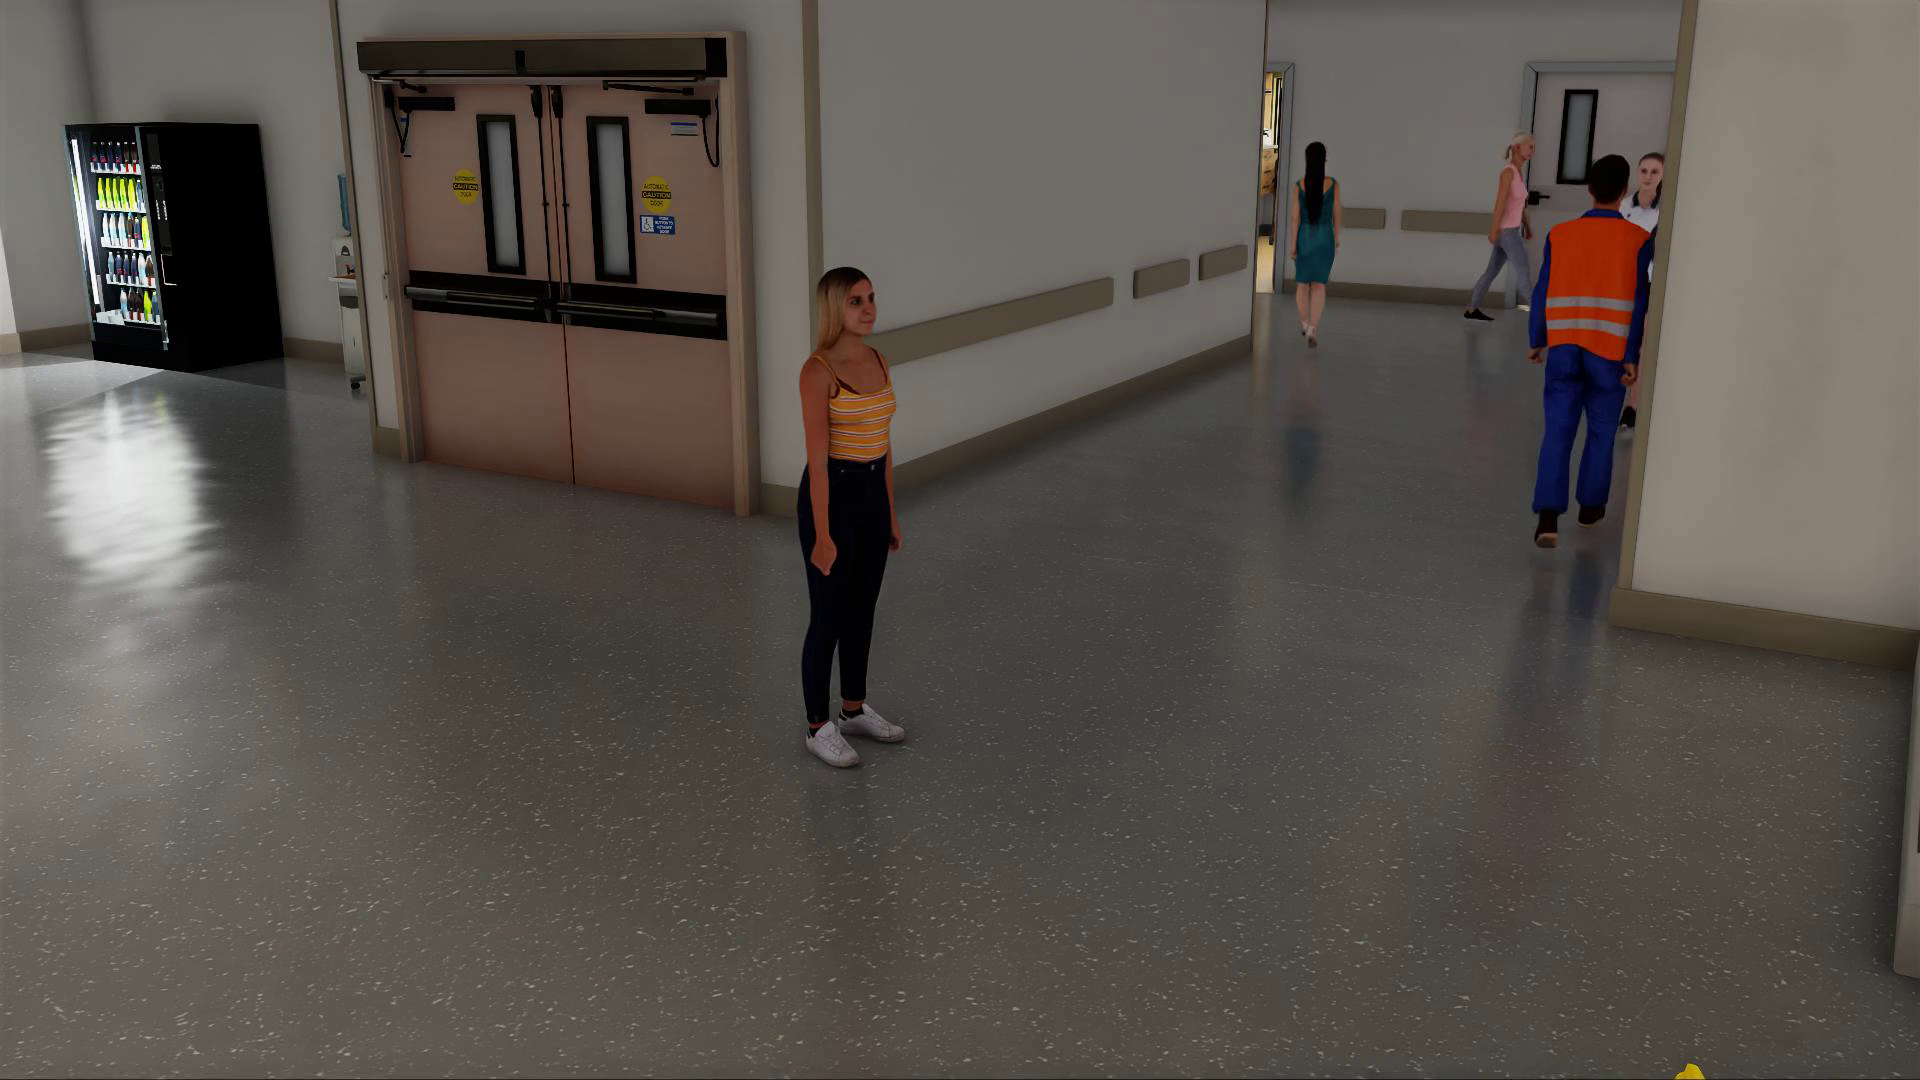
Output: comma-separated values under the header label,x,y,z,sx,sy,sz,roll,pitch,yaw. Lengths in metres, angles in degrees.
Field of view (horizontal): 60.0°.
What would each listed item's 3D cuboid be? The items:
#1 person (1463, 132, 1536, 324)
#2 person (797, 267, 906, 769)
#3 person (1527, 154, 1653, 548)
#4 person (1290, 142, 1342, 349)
label,x,y,z,sx,sy,sz,roll,pitch,yaw
person,4.768,-2.727,14.774,1.088,1.681,0.548,9,18,29
person,-0.378,-0.089,5.511,0.559,1.628,0.593,12,20,36
person,2.908,-0.827,7.786,1.181,1.816,0.769,8,18,27
person,2.869,-2.328,13.446,1.067,1.634,0.828,4,16,13
